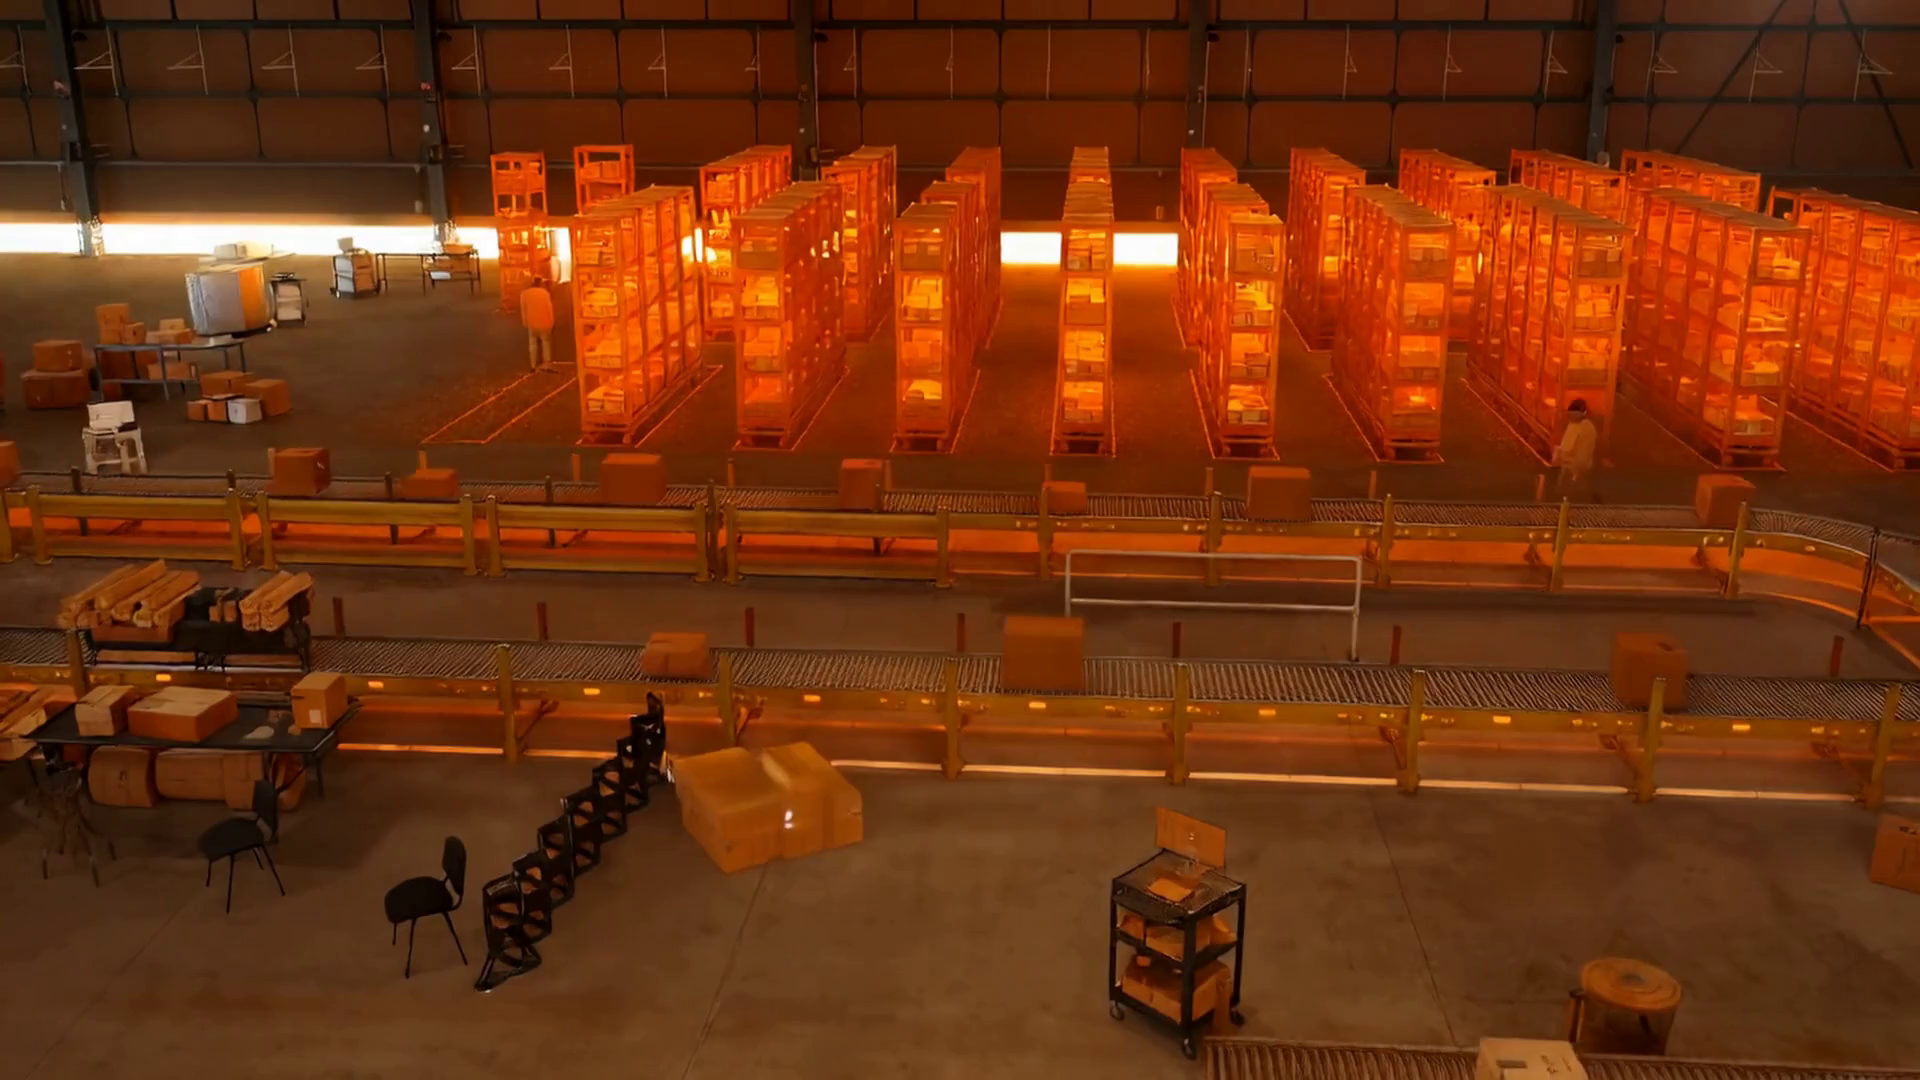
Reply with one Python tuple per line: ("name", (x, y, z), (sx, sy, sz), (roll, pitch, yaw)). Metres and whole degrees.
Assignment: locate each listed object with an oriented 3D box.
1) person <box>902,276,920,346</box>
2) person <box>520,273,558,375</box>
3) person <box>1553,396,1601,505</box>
("person", (-0.977, -4.939, 33.964), (0.395, 1.993, 0.616), (15, 23, 39))
("person", (-7.916, -4.063, 31.332), (0.651, 1.907, 0.409), (2, 18, 8))
("person", (8.139, -0.995, 21.782), (0.832, 1.800, 0.582), (-2, 18, -8))
